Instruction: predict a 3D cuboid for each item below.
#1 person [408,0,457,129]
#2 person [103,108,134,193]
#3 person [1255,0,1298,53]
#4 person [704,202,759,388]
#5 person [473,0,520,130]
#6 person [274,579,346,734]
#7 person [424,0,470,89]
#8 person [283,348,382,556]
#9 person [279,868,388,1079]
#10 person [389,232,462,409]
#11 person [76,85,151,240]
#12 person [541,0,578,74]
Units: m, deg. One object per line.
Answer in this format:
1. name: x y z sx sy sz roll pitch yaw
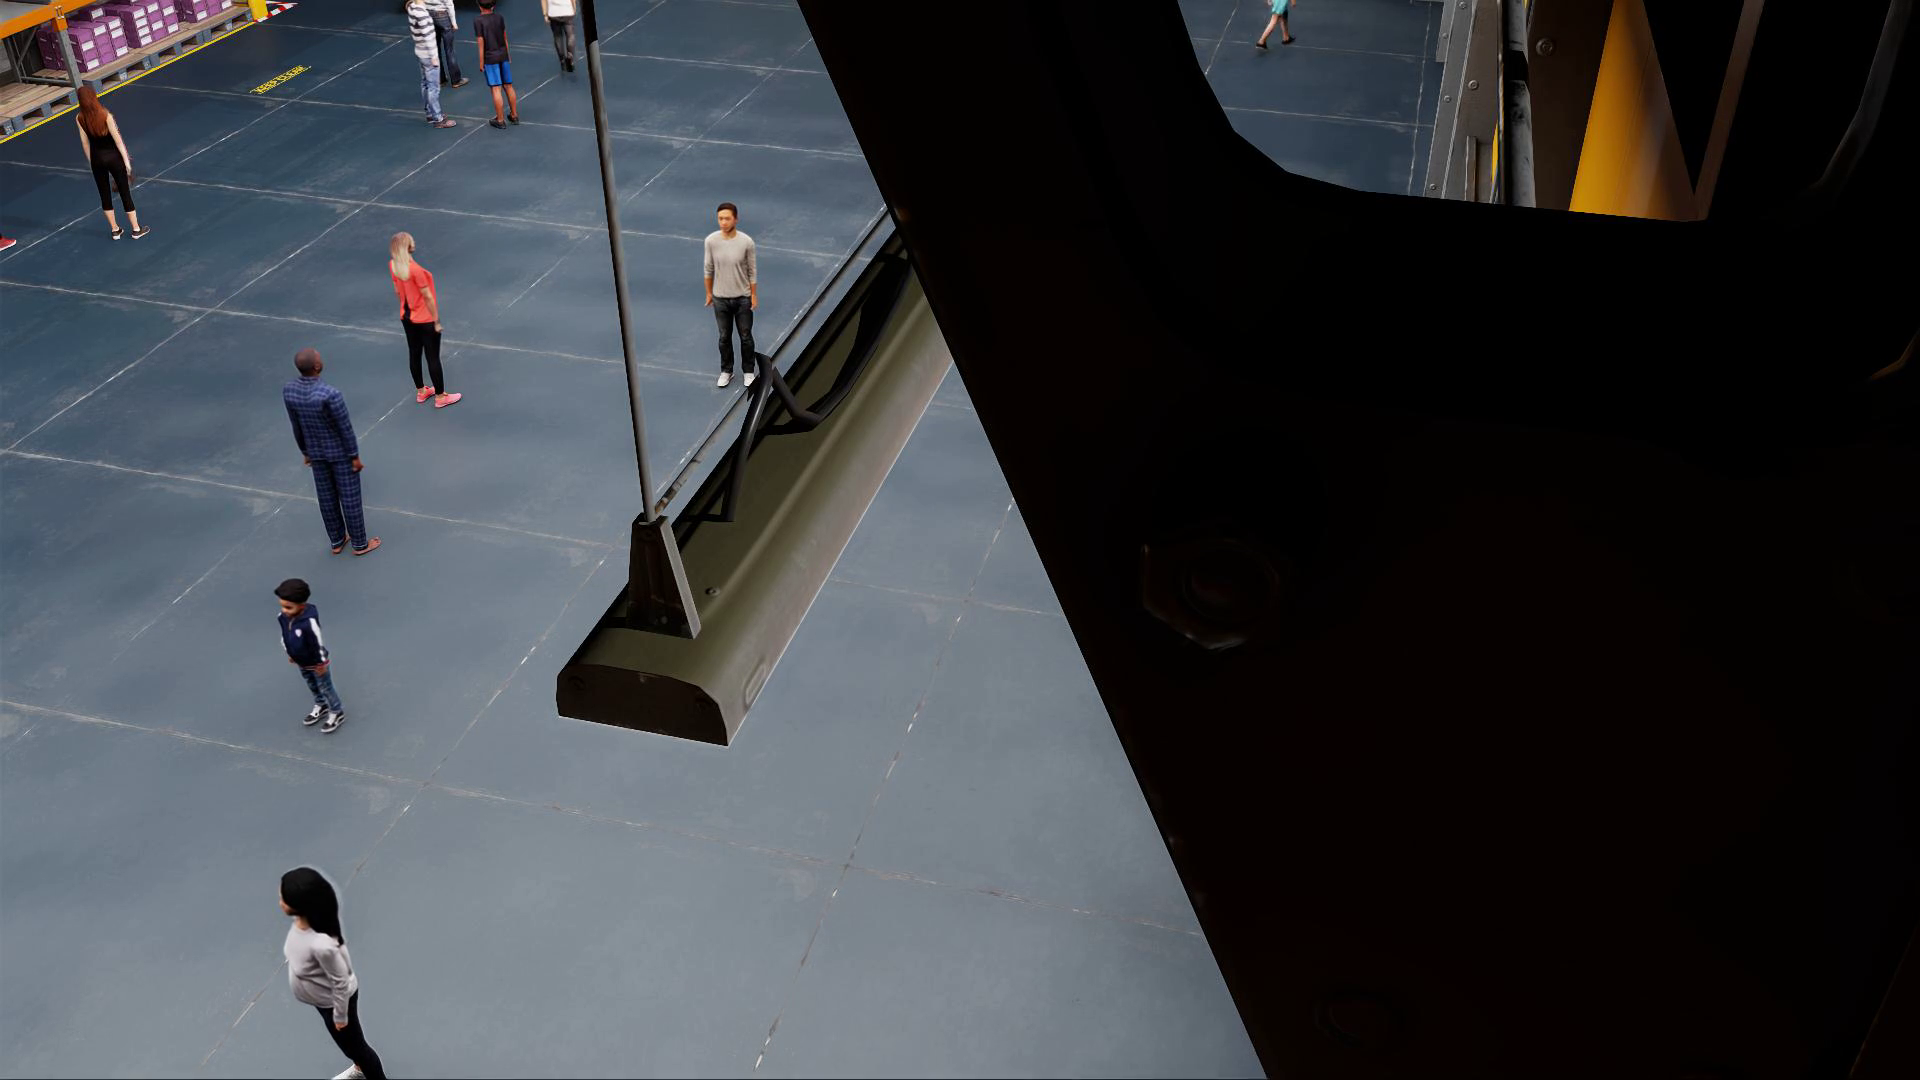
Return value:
1. person: -6.927 -6.310 21.569 0.772 1.854 0.712 -18 38 -25
2. person: -10.097 -4.691 19.901 0.514 1.004 0.732 2 34 2
3. person: 4.621 -7.864 24.205 1.074 1.524 1.023 -17 37 -24
4. person: -2.132 -2.309 15.586 0.697 1.812 0.635 0 34 1
5. person: -6.009 -6.238 21.509 0.670 1.799 0.761 -28 43 -35
6. person: -4.487 0.779 11.474 0.551 1.222 0.532 17 37 24
7. person: -7.182 -7.180 22.910 0.646 1.818 0.533 9 35 13
8. person: -4.987 -0.699 13.154 0.670 1.824 0.602 7 34 11
9. person: -3.270 2.351 8.677 0.737 1.700 0.705 -23 40 -31
10. person: -4.974 -2.029 15.272 0.650 1.694 0.626 19 38 27
11. person: -9.508 -4.204 18.516 0.642 1.725 0.620 -2 34 -4
12. person: -5.615 -7.401 23.344 0.867 1.706 1.017 -7 34 -10
